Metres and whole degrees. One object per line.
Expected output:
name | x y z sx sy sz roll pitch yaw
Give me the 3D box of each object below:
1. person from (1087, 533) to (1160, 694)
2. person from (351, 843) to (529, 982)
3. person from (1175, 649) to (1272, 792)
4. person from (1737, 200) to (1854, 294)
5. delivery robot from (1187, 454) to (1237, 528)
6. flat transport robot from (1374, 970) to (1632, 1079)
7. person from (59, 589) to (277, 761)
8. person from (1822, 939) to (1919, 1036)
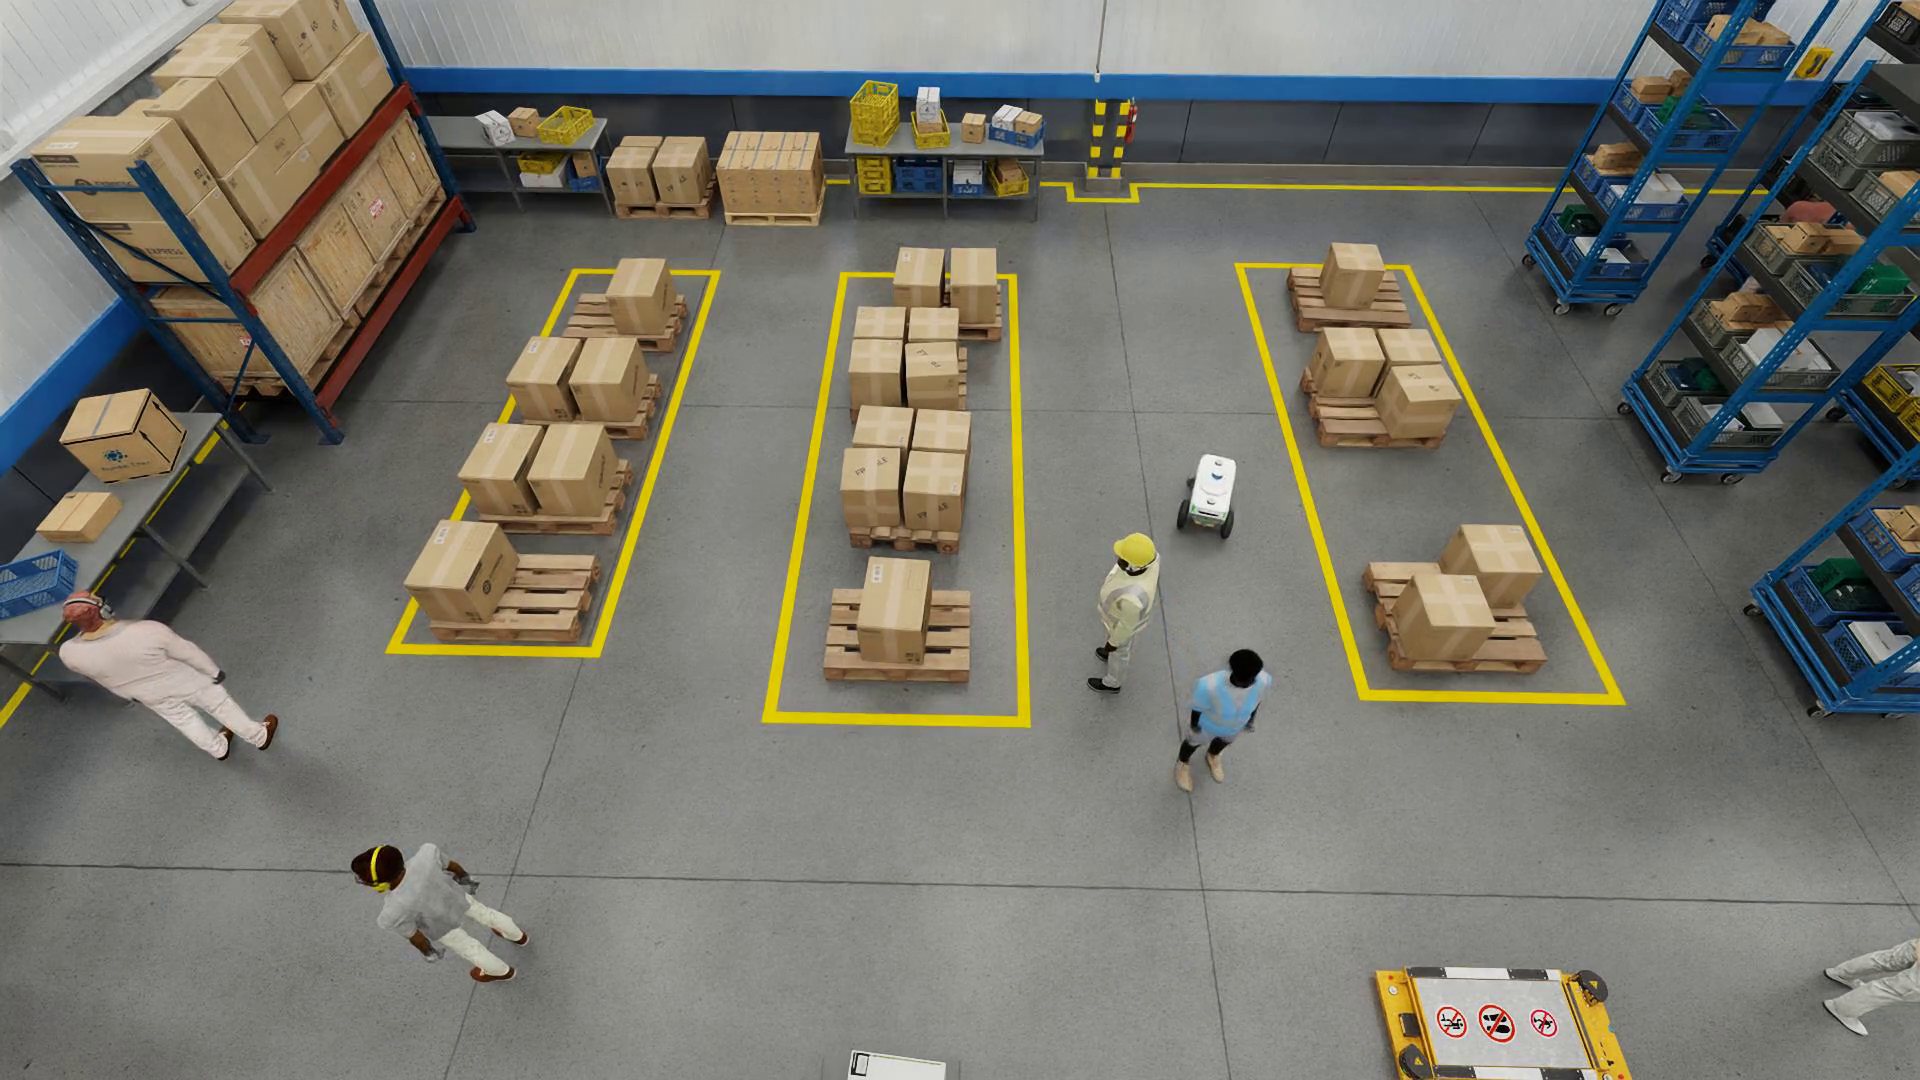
person | 1.242 0.565 7.006 0.403 1.835 0.588 17 53 13
person | -3.147 2.274 5.586 0.319 1.876 0.532 7 51 6
person | 1.852 1.274 6.517 0.538 1.697 0.318 -7 51 -6
person | 8.823 -2.974 9.798 0.417 1.984 0.632 -34 58 -25
delivery robot | 2.378 -0.478 8.618 0.477 0.478 0.707 14 52 11
flat transport robot | 3.501 3.133 5.914 1.431 0.197 0.652 1 51 1
person | -5.712 0.992 6.621 0.636 1.900 0.401 -18 53 -14
person | 5.912 2.551 5.512 0.308 1.636 0.524 29 56 22
